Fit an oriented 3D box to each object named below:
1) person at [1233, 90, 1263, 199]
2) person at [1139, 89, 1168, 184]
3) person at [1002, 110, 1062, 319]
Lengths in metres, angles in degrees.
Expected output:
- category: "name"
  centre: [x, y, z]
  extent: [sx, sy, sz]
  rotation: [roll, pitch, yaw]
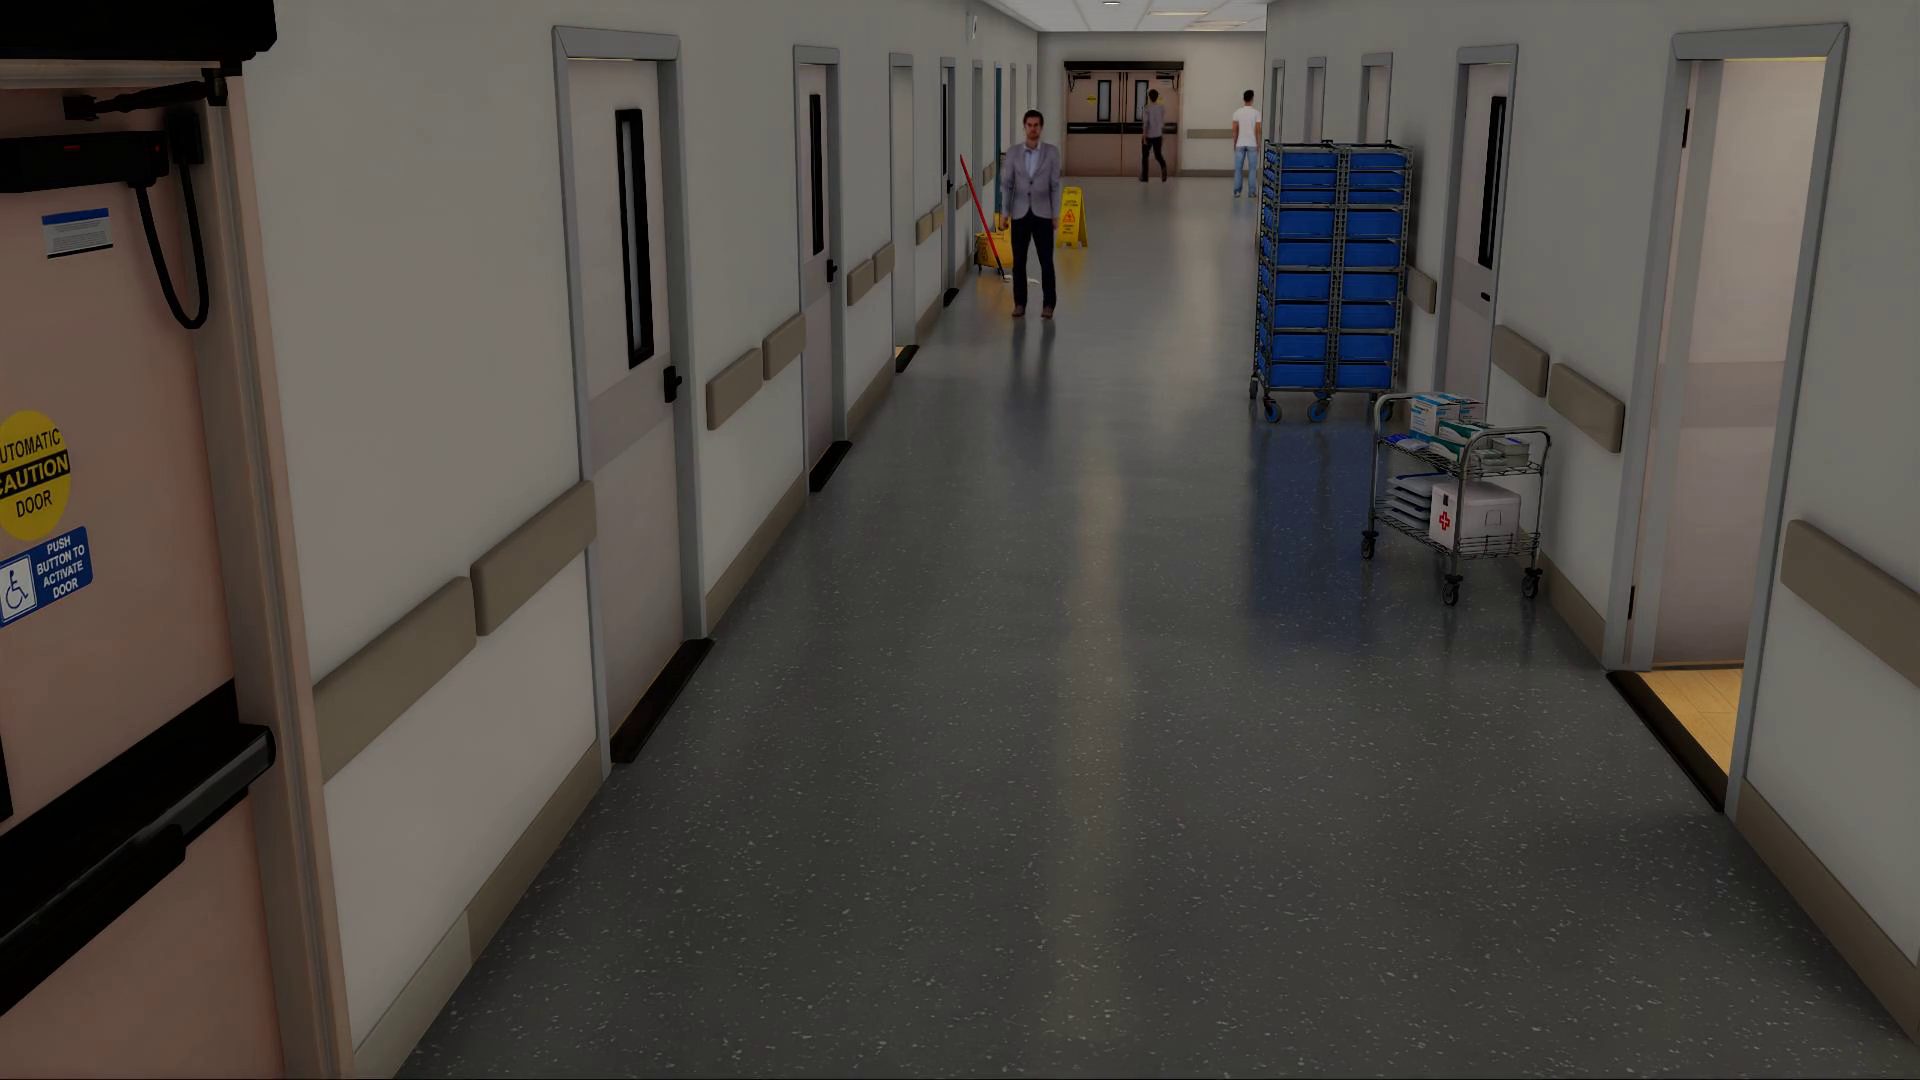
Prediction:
- category: "person"
  centre: [5.093, -7.026, 29.522]
  extent: [0.734, 1.864, 0.662]
  rotation: [6, 17, 22]
- category: "person"
  centre: [3.884, -7.994, 33.041]
  extent: [0.937, 1.816, 1.177]
  rotation: [-5, 17, -18]
- category: "person"
  centre: [0.647, -2.980, 15.199]
  extent: [0.707, 1.848, 0.652]
  rotation: [3, 16, 12]
